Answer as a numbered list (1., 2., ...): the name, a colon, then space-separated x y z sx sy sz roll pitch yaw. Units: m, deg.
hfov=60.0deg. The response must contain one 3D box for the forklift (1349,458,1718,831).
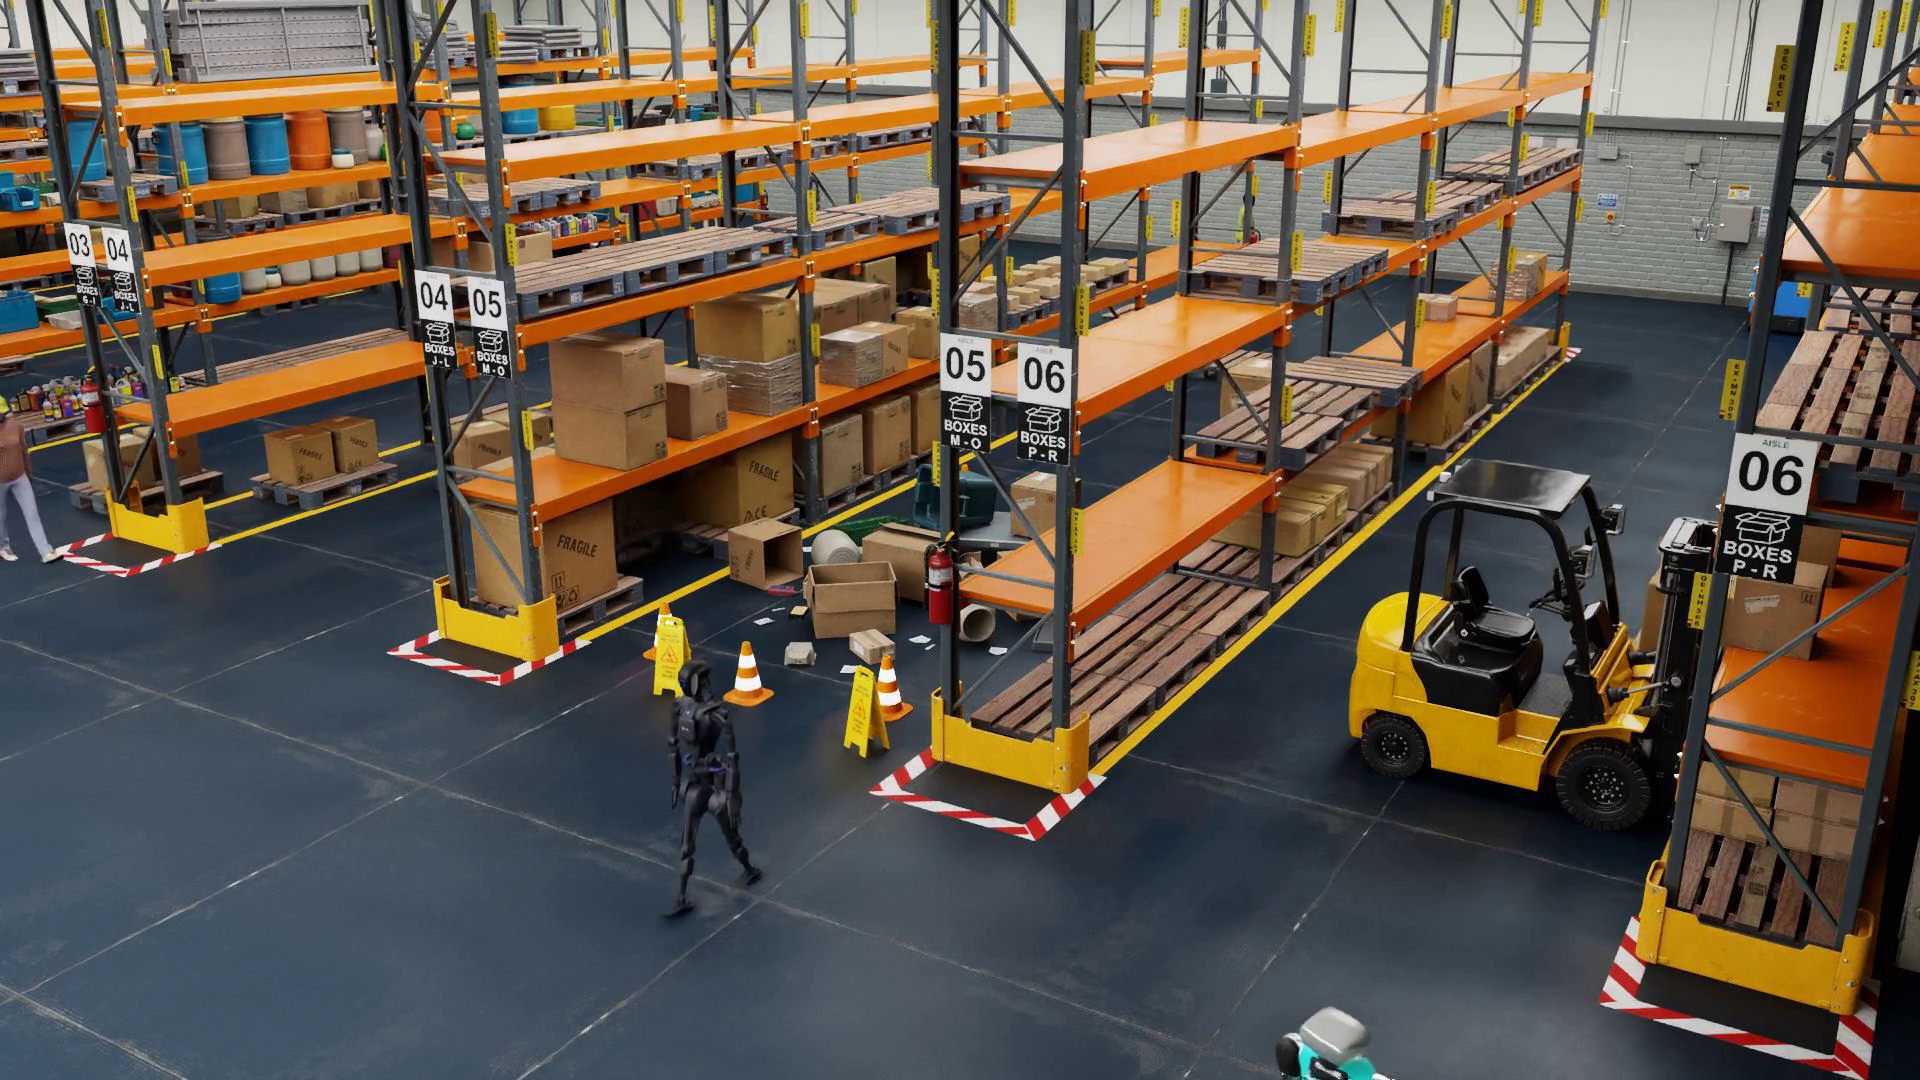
1. forklift: 3.988 0.658 11.776 2.313 2.155 1.214 11 22 29

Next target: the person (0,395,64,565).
1. person: -9.153 -0.569 16.034 0.903 1.715 0.549 12 22 31

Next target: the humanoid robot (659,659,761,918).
1. humanoid robot: -1.540 1.505 10.195 0.597 1.633 0.796 12 23 31

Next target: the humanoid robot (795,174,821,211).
1. humanoid robot: -3.175 -7.087 34.944 0.611 1.640 0.380 8 21 22

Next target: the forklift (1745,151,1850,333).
1. forklift: 13.620 -4.667 26.137 1.873 2.768 1.129 11 22 29

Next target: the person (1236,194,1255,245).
1. person: 5.202 -5.499 30.340 0.320 1.686 0.538 -2 19 -5

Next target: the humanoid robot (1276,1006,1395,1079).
1. humanoid robot: 1.280 2.748 6.495 0.530 1.805 0.796 18 26 42

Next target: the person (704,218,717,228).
1. person: -5.237 -7.063 34.866 0.489 1.688 0.350 -6 20 -18
